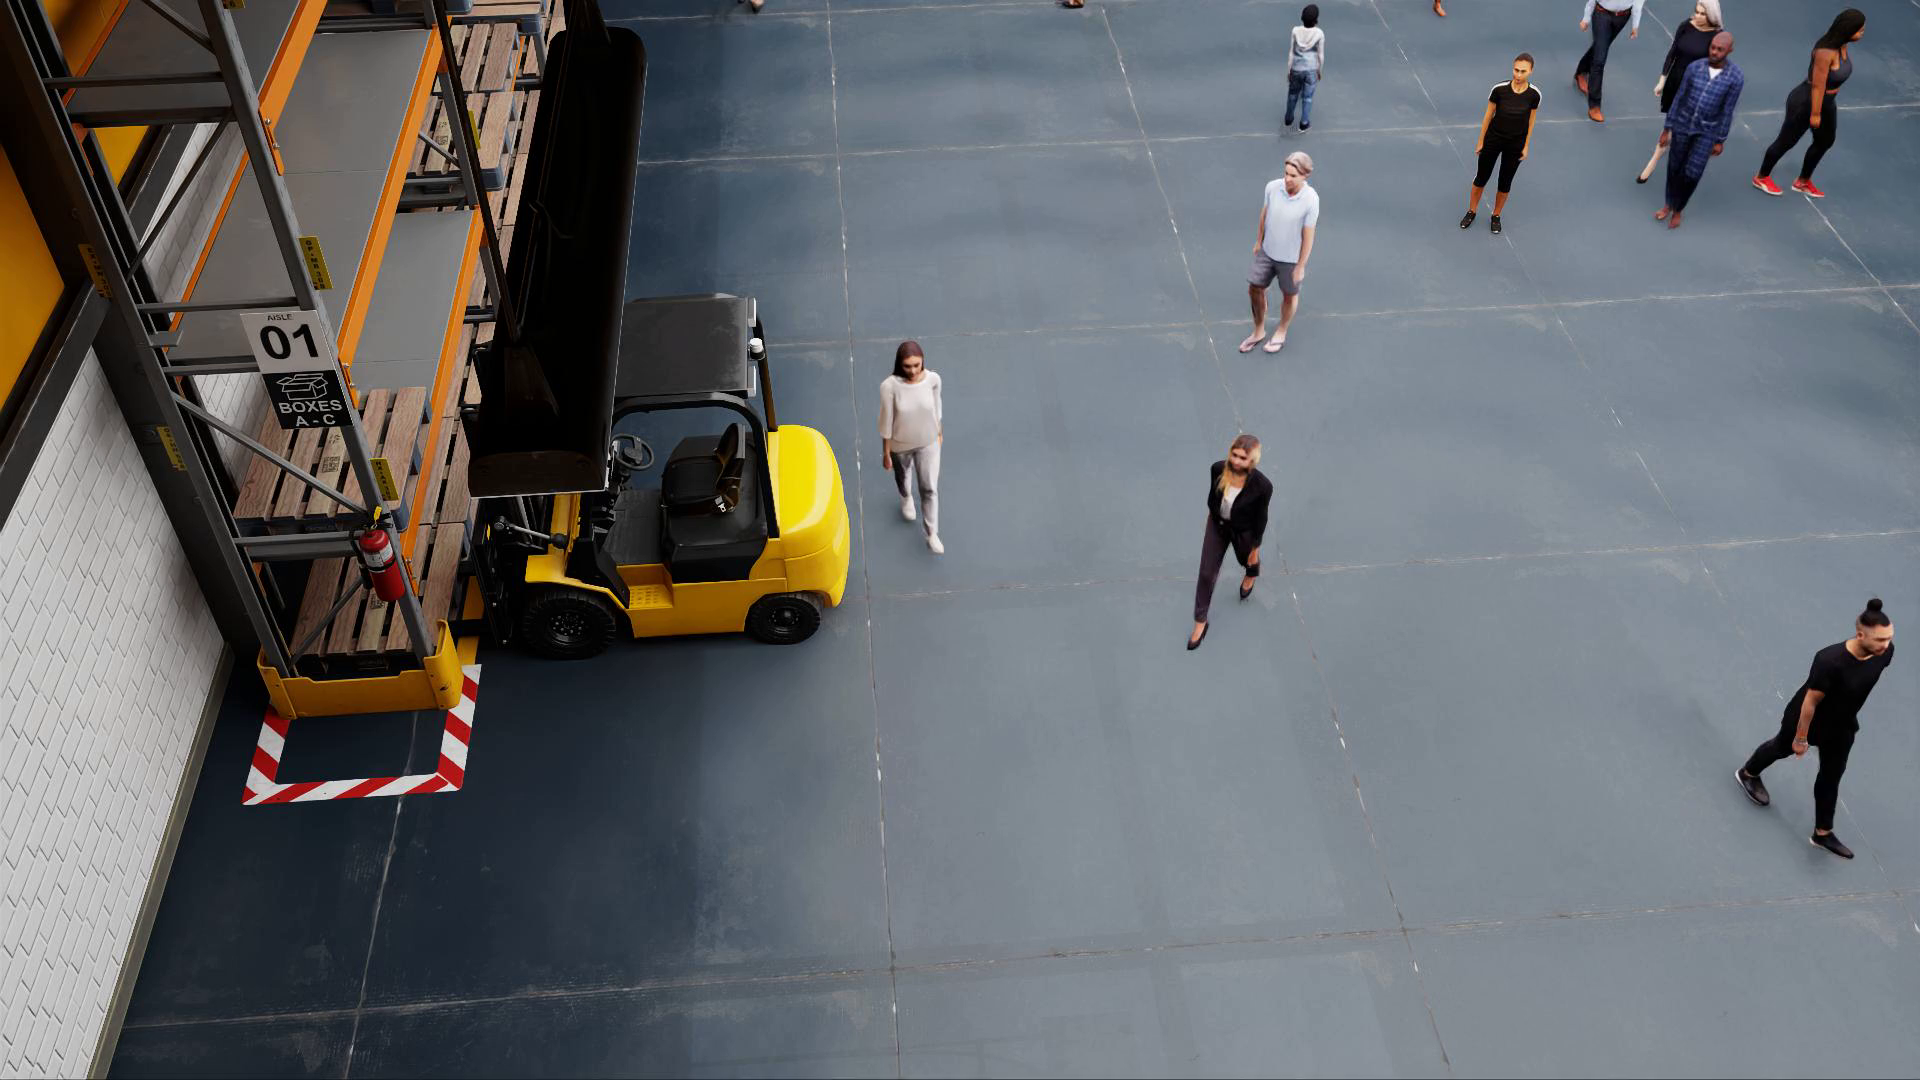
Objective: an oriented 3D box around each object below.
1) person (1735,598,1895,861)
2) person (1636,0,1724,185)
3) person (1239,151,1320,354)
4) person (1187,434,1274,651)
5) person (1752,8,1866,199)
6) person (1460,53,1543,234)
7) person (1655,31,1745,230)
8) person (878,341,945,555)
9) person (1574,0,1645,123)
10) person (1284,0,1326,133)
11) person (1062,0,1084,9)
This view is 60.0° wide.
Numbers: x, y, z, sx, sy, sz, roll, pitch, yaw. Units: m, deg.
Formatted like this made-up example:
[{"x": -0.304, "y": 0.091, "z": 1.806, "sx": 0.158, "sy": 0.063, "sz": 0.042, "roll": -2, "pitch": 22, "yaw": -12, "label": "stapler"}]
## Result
[{"x": 5.019, "y": 0.962, "z": 9.788, "sx": 0.827, "sy": 1.830, "sz": 1.137, "roll": -12, "pitch": 45, "yaw": -12, "label": "person"}, {"x": 6.670, "y": -4.191, "z": 15.301, "sx": 1.147, "sy": 1.687, "sz": 1.124, "roll": 33, "pitch": 53, "yaw": 30, "label": "person"}, {"x": 2.630, "y": -2.312, "z": 13.232, "sx": 0.819, "sy": 1.819, "sz": 0.875, "roll": 28, "pitch": 50, "yaw": 26, "label": "person"}, {"x": 1.863, "y": -0.069, "z": 11.023, "sx": 1.000, "sy": 1.619, "sz": 1.140, "roll": 23, "pitch": 48, "yaw": 23, "label": "person"}, {"x": 7.568, "y": -3.943, "z": 14.964, "sx": 0.935, "sy": 1.793, "sz": 1.006, "roll": -33, "pitch": 53, "yaw": -30, "label": "person"}, {"x": 4.772, "y": -3.492, "z": 14.580, "sx": 0.652, "sy": 1.669, "sz": 0.634, "roll": 13, "pitch": 45, "yaw": 13, "label": "person"}, {"x": 6.513, "y": -3.657, "z": 14.654, "sx": 0.828, "sy": 1.806, "sz": 0.880, "roll": 27, "pitch": 50, "yaw": 25, "label": "person"}, {"x": -0.358, "y": -0.757, "z": 11.721, "sx": 0.714, "sy": 1.653, "sz": 1.048, "roll": -9, "pitch": 44, "yaw": -10, "label": "person"}, {"x": 6.302, "y": -5.081, "z": 16.193, "sx": 0.692, "sy": 1.744, "sz": 1.202, "roll": -1, "pitch": 44, "yaw": -1, "label": "person"}, {"x": 3.305, "y": -4.538, "z": 15.970, "sx": 0.562, "sy": 1.266, "sz": 0.607, "roll": 14, "pitch": 45, "yaw": 14, "label": "person"}, {"x": 1.279, "y": -6.534, "z": 17.767, "sx": 0.734, "sy": 1.677, "sz": 0.640, "roll": 17, "pitch": 46, "yaw": 17, "label": "person"}]
